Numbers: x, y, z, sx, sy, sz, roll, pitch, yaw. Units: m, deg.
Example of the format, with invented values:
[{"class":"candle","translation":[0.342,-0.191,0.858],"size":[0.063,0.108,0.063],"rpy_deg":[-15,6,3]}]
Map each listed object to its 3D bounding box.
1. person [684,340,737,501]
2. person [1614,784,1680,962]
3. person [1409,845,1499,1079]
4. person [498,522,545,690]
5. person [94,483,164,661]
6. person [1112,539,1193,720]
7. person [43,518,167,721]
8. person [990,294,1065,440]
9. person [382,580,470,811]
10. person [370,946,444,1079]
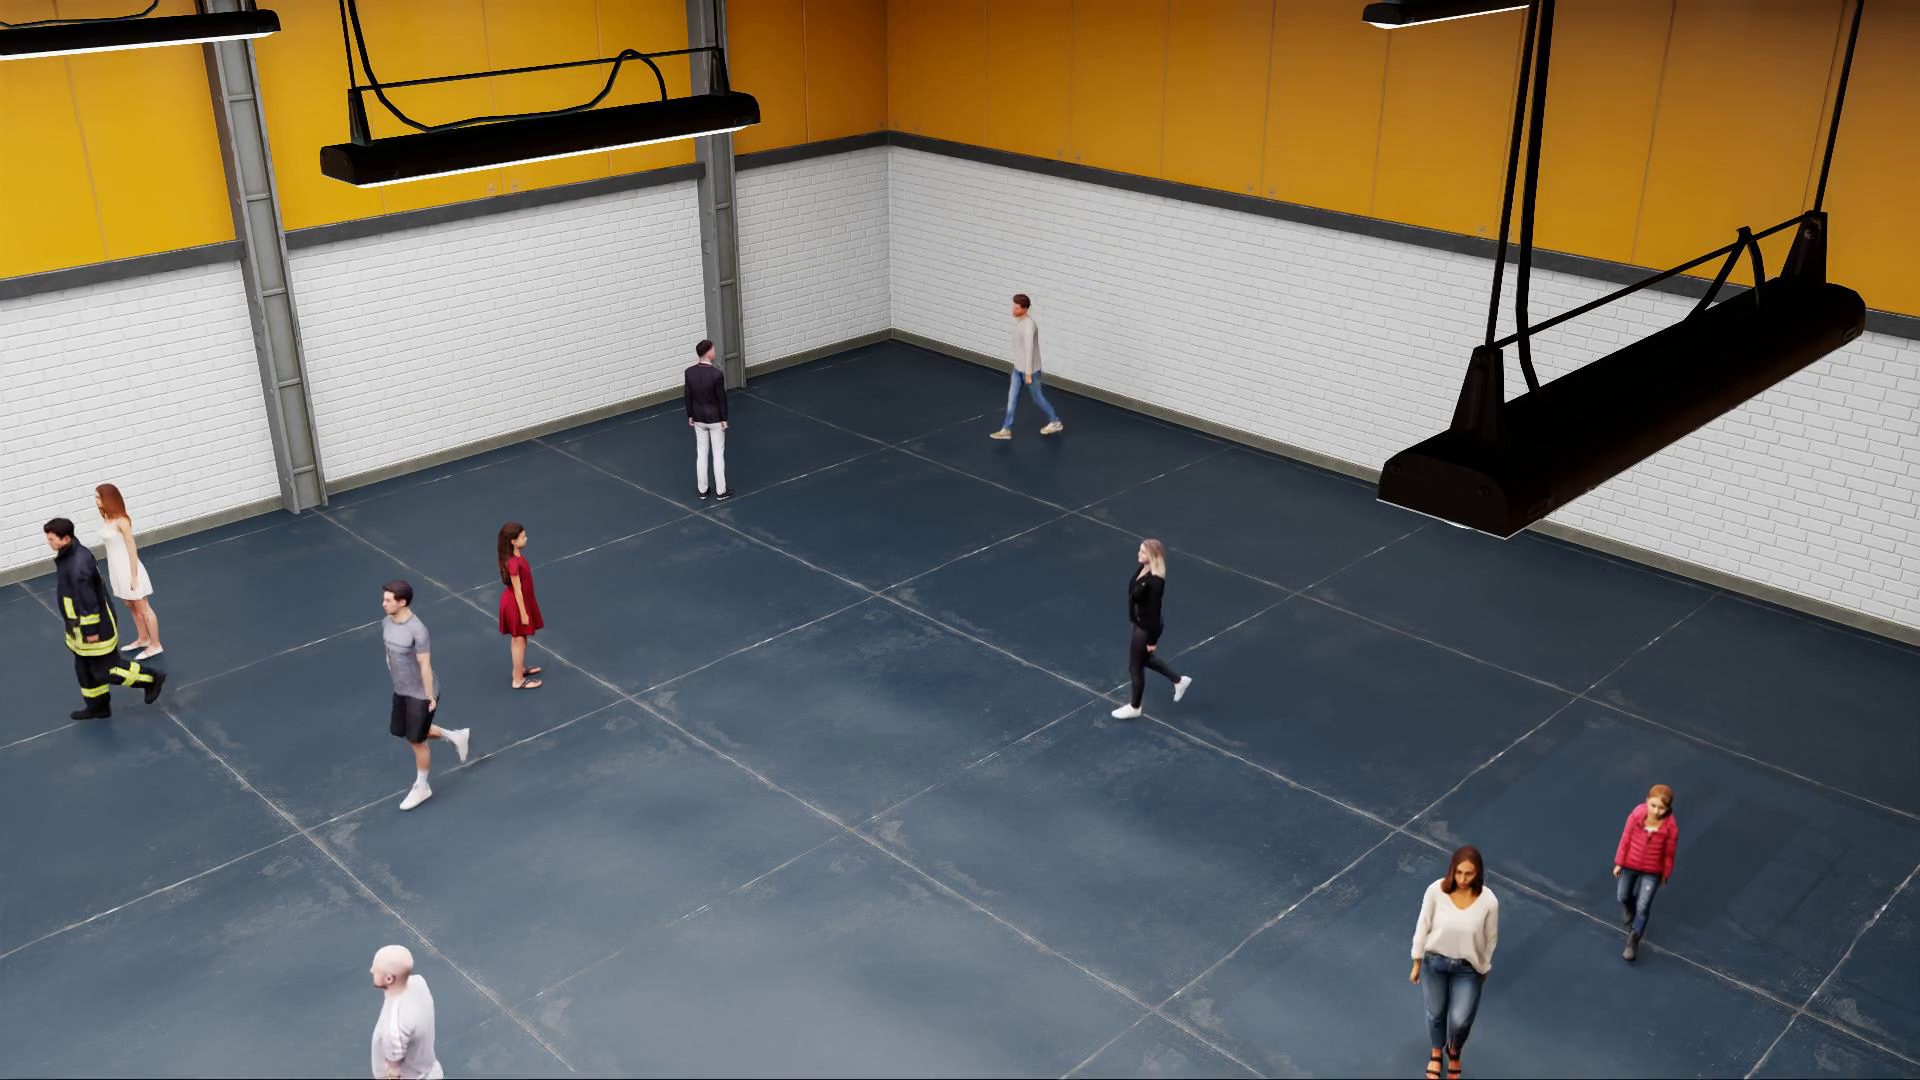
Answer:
[{"class":"person","translation":[-2.842,-1.355,18.752],"size":[0.728,1.838,0.704],"rpy_deg":[8,25,18]},{"class":"person","translation":[4.646,2.198,11.292],"size":[0.583,1.303,0.771],"rpy_deg":[15,28,31]},{"class":"person","translation":[2.993,2.525,10.086],"size":[0.697,1.669,0.691],"rpy_deg":[10,26,23]},{"class":"person","translation":[-3.918,0.566,14.718],"size":[0.722,1.549,0.664],"rpy_deg":[-7,25,-15]},{"class":"person","translation":[-7.612,0.268,15.199],"size":[0.572,1.709,0.535],"rpy_deg":[19,30,36]},{"class":"person","translation":[1.668,0.757,14.130],"size":[1.036,1.671,0.946],"rpy_deg":[-2,24,-5]},{"class":"person","translation":[-7.256,0.662,14.061],"size":[1.077,1.899,0.895],"rpy_deg":[-14,27,-29]},{"class":"person","translation":[0.911,-2.116,20.480],"size":[1.300,1.848,1.033],"rpy_deg":[-4,24,-10]},{"class":"person","translation":[-4.191,1.146,13.021],"size":[0.777,1.846,1.074],"rpy_deg":[15,28,31]},{"class":"person","translation":[-2.848,2.963,8.901],"size":[1.262,1.817,1.103],"rpy_deg":[-4,24,-8]}]
